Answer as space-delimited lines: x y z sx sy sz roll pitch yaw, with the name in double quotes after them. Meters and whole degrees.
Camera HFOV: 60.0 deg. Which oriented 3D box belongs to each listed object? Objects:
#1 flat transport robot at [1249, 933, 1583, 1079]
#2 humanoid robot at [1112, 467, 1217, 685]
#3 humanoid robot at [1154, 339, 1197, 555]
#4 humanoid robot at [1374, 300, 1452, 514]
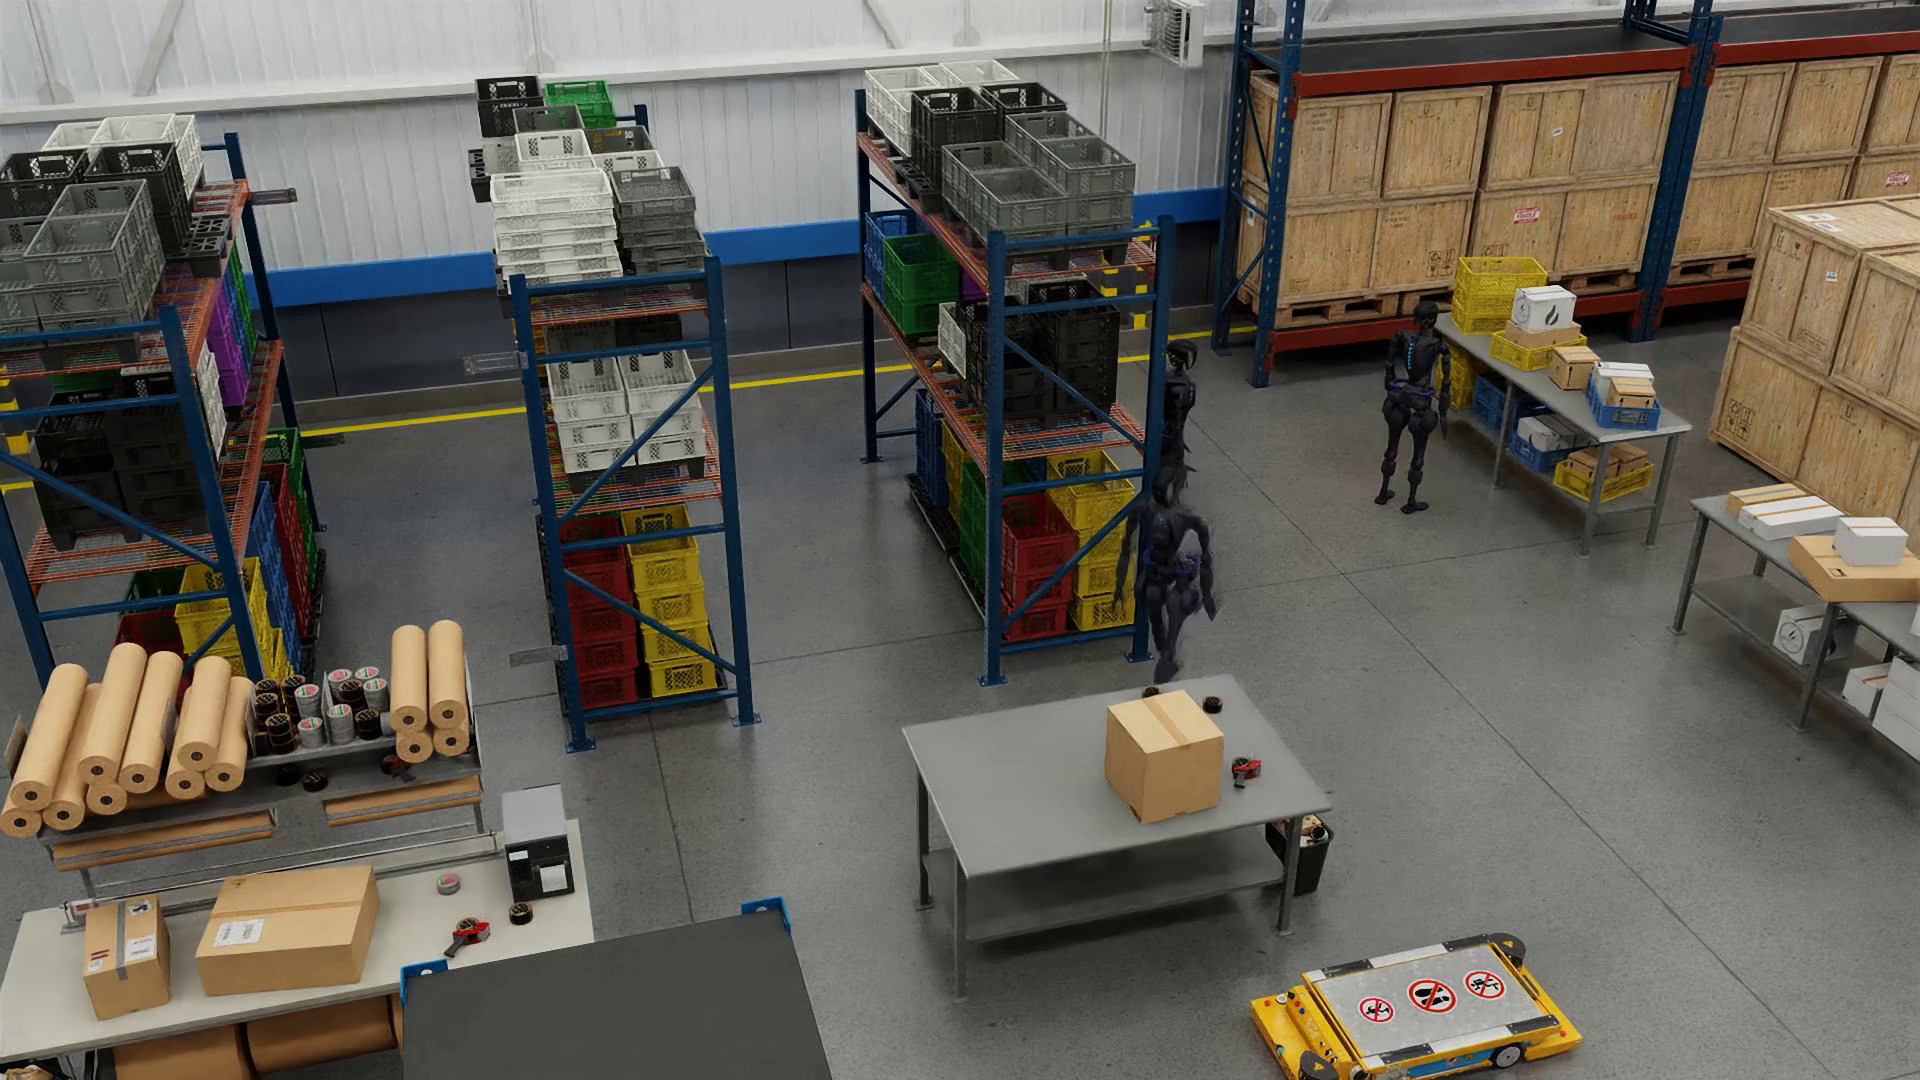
2.184 2.282 7.980 1.431 0.197 0.652 -8 30 -14 "flat transport robot"
1.253 0.294 10.207 0.593 1.614 0.774 18 34 30 "humanoid robot"
1.528 -0.659 11.890 0.325 1.655 0.562 5 29 8 "humanoid robot"
3.426 -1.019 12.538 0.331 1.657 0.585 -25 38 -38 "humanoid robot"
